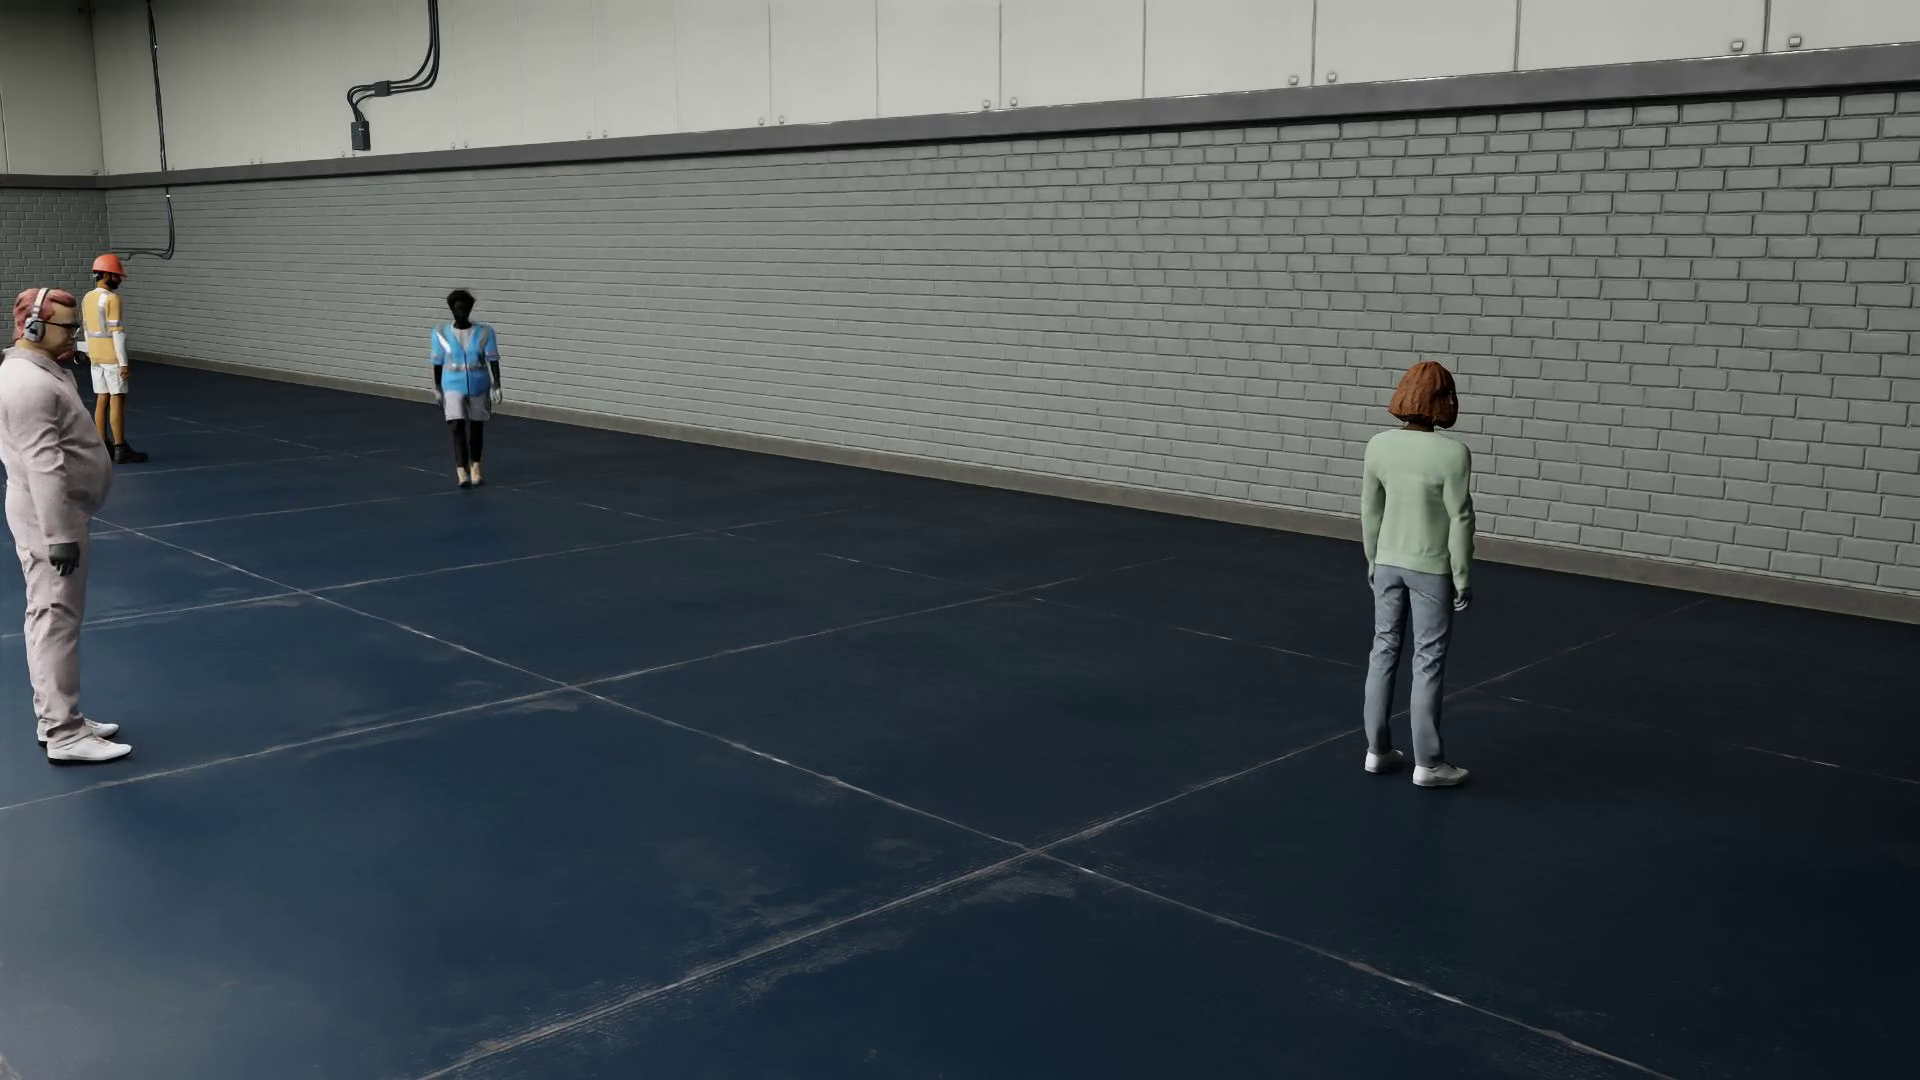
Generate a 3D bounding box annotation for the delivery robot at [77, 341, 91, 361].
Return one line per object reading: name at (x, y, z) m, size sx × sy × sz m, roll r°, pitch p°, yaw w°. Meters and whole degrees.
delivery robot at (-13.900, -3.107, 26.887) m, size 0.707 × 0.478 × 0.477 m, roll 4°, pitch 11°, yaw 20°

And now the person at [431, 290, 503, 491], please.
person at (-4.103, -1.248, 13.861) m, size 0.549 × 1.643 × 0.870 m, roll -4°, pitch 11°, yaw -21°

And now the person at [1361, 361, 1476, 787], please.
person at (1.772, 0.127, 6.443) m, size 0.282 × 1.633 × 0.498 m, roll -8°, pitch 13°, yaw -37°

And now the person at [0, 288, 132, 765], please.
person at (-3.641, -0.060, 6.738) m, size 0.406 × 1.902 × 0.636 m, roll -6°, pitch 12°, yaw -31°

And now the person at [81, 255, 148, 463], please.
person at (-7.951, -1.698, 15.596) m, size 0.547 × 1.928 × 0.385 m, roll 7°, pitch 13°, yaw 34°
